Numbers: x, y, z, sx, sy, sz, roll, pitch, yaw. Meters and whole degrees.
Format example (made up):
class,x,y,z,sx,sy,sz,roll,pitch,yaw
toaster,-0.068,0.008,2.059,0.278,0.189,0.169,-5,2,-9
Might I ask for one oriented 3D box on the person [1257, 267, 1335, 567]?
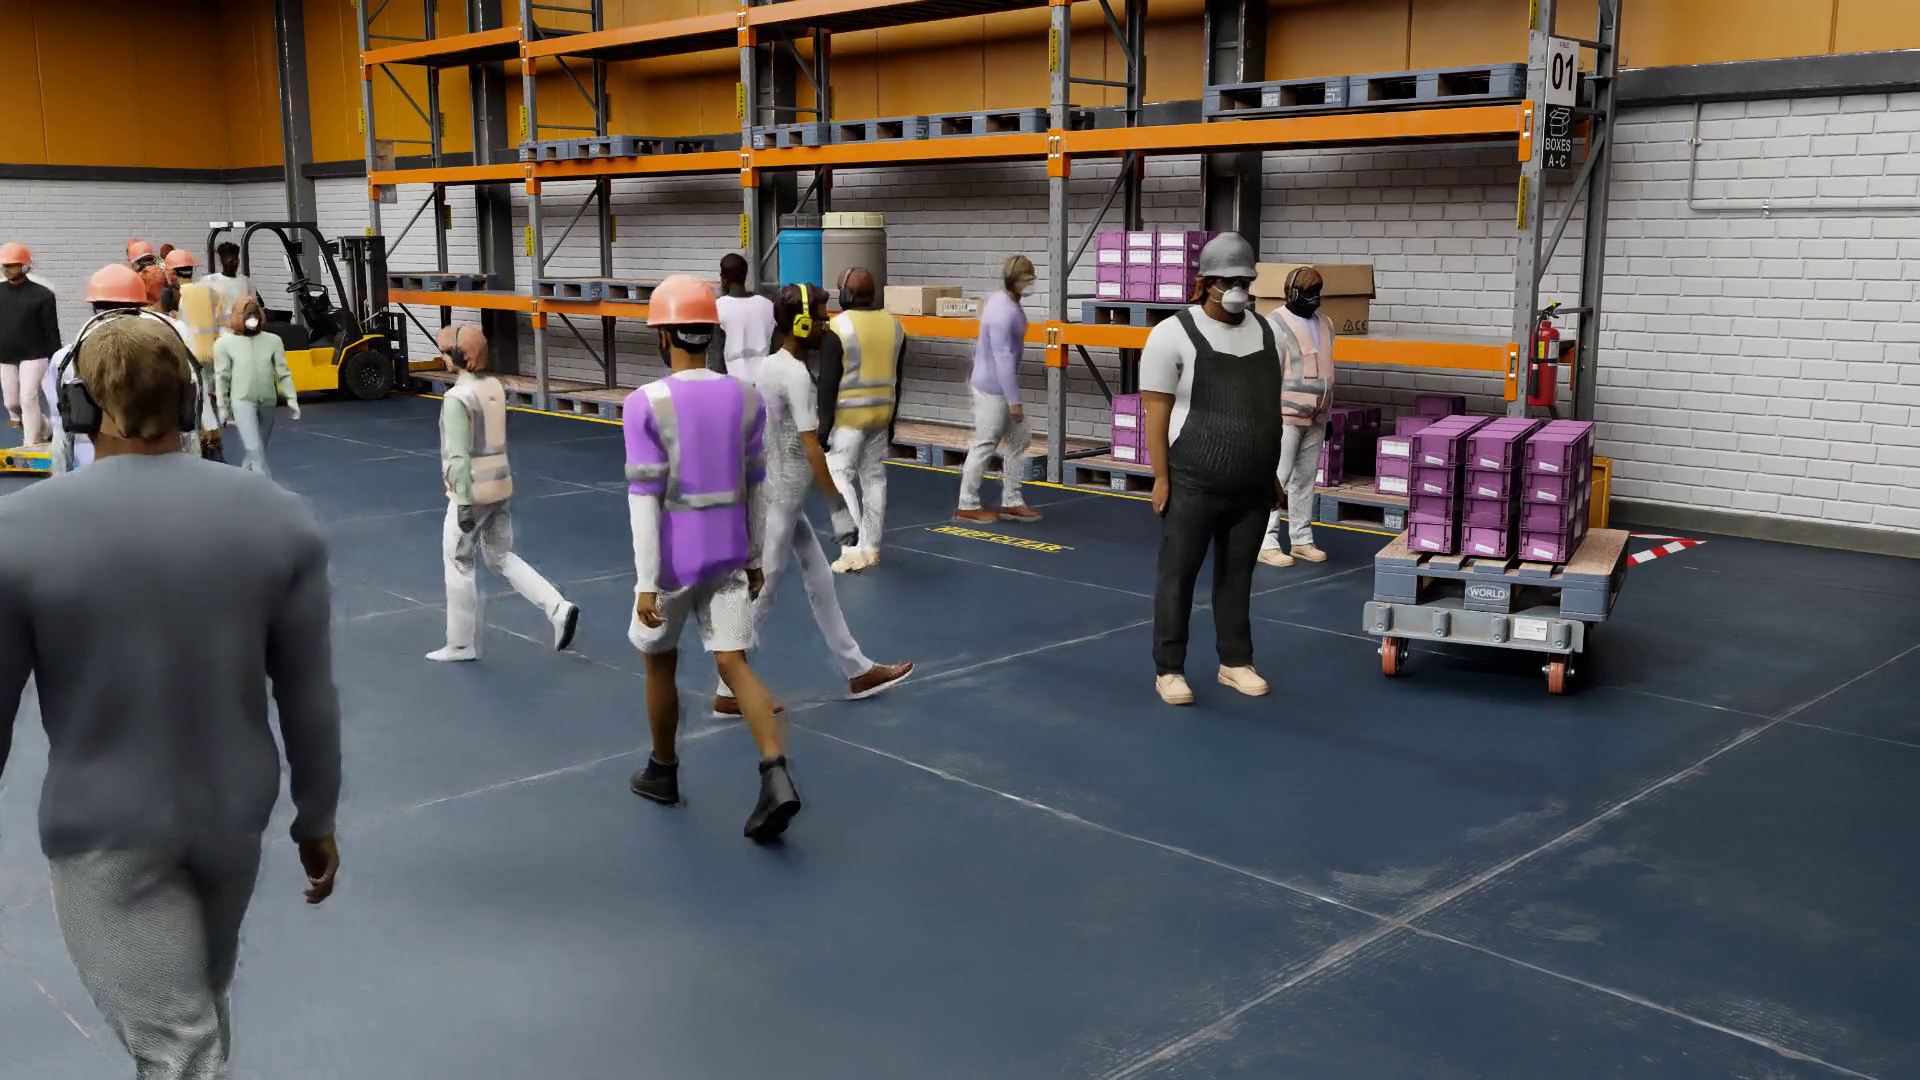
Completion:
class,x,y,z,sx,sy,sz,roll,pitch,yaw
person,2.071,-0.751,10.226,0.619,1.836,0.431,-8,13,-37

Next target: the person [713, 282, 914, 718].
class,x,y,z,sx,sy,sz,roll,pitch,yaw
person,-0.626,-0.154,6.984,0.953,1.818,0.515,-3,11,-14

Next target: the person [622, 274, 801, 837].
class,x,y,z,sx,sy,sz,roll,pitch,yaw
person,-0.858,0.055,5.647,0.556,1.902,0.934,-8,13,-38

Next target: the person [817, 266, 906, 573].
class,x,y,z,sx,sy,sz,roll,pitch,yaw
person,-0.619,-0.727,10.067,0.635,1.843,0.429,-10,14,-42

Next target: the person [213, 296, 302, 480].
class,x,y,z,sx,sy,sz,roll,pitch,yaw
person,-5.067,-0.959,11.996,0.859,1.584,0.517,9,14,40

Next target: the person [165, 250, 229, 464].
class,x,y,z,sx,sy,sz,roll,pitch,yaw
person,-6.817,-1.617,14.778,0.929,1.884,0.567,8,13,38

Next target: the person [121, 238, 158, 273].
class,x,y,z,sx,sy,sz,roll,pitch,yaw
person,-11.910,-3.392,24.184,0.645,1.981,0.463,-3,11,-16

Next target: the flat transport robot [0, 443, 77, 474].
class,x,y,z,sx,sy,sz,roll,pitch,yaw
flat transport robot,-7.487,-0.689,14.130,1.431,0.197,0.652,2,11,12

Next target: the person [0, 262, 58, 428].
class,x,y,z,sx,sy,sz,roll,pitch,yaw
person,-9.668,-2.076,17.287,0.994,1.902,0.642,9,14,40

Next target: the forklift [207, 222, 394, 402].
class,x,y,z,sx,sy,sz,roll,pitch,yaw
forklift,-8.169,-2.758,20.163,2.313,2.155,1.214,-10,14,-44

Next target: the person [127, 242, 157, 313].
class,x,y,z,sx,sy,sz,roll,pitch,yaw
person,-8.231,-2.034,16.881,0.988,1.939,0.626,9,13,39

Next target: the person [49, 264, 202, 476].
class,x,y,z,sx,sy,sz,roll,pitch,yaw
person,-3.696,-0.278,7.477,0.578,1.883,0.991,-1,10,-7

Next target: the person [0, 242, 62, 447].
class,x,y,z,sx,sy,sz,roll,pitch,yaw
person,-8.147,-1.615,14.550,0.630,1.974,0.795,1,10,5

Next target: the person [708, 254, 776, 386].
class,x,y,z,sx,sy,sz,roll,pitch,yaw
person,-1.598,-1.098,11.970,0.616,1.889,0.826,-8,13,-37

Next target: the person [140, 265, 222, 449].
class,x,y,z,sx,sy,sz,roll,pitch,yaw
person,-4.743,-0.740,10.136,0.596,1.829,0.979,6,12,32

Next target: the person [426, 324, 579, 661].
class,x,y,z,sx,sy,sz,roll,pitch,yaw
person,-2.199,-0.206,7.829,0.667,1.616,0.522,2,11,12

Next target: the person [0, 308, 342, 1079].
class,x,y,z,sx,sy,sz,roll,pitch,yaw
person,-1.526,0.520,3.116,1.016,1.882,0.651,9,14,41

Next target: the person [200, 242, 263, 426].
class,x,y,z,sx,sy,sz,roll,pitch,yaw
person,-7.654,-2.177,17.652,0.657,1.947,0.634,7,13,34

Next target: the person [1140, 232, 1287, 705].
class,x,y,z,sx,sy,sz,roll,pitch,yaw
person,1.146,-0.306,7.213,0.683,2.000,0.536,-4,11,-21

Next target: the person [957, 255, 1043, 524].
class,x,y,z,sx,sy,sz,roll,pitch,yaw
person,0.289,-1.018,11.522,0.721,1.883,0.653,2,11,12

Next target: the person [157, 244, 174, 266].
class,x,y,z,sx,sy,sz,roll,pitch,yaw
person,-12.544,-3.760,26.484,0.585,1.882,0.371,-6,12,-32
